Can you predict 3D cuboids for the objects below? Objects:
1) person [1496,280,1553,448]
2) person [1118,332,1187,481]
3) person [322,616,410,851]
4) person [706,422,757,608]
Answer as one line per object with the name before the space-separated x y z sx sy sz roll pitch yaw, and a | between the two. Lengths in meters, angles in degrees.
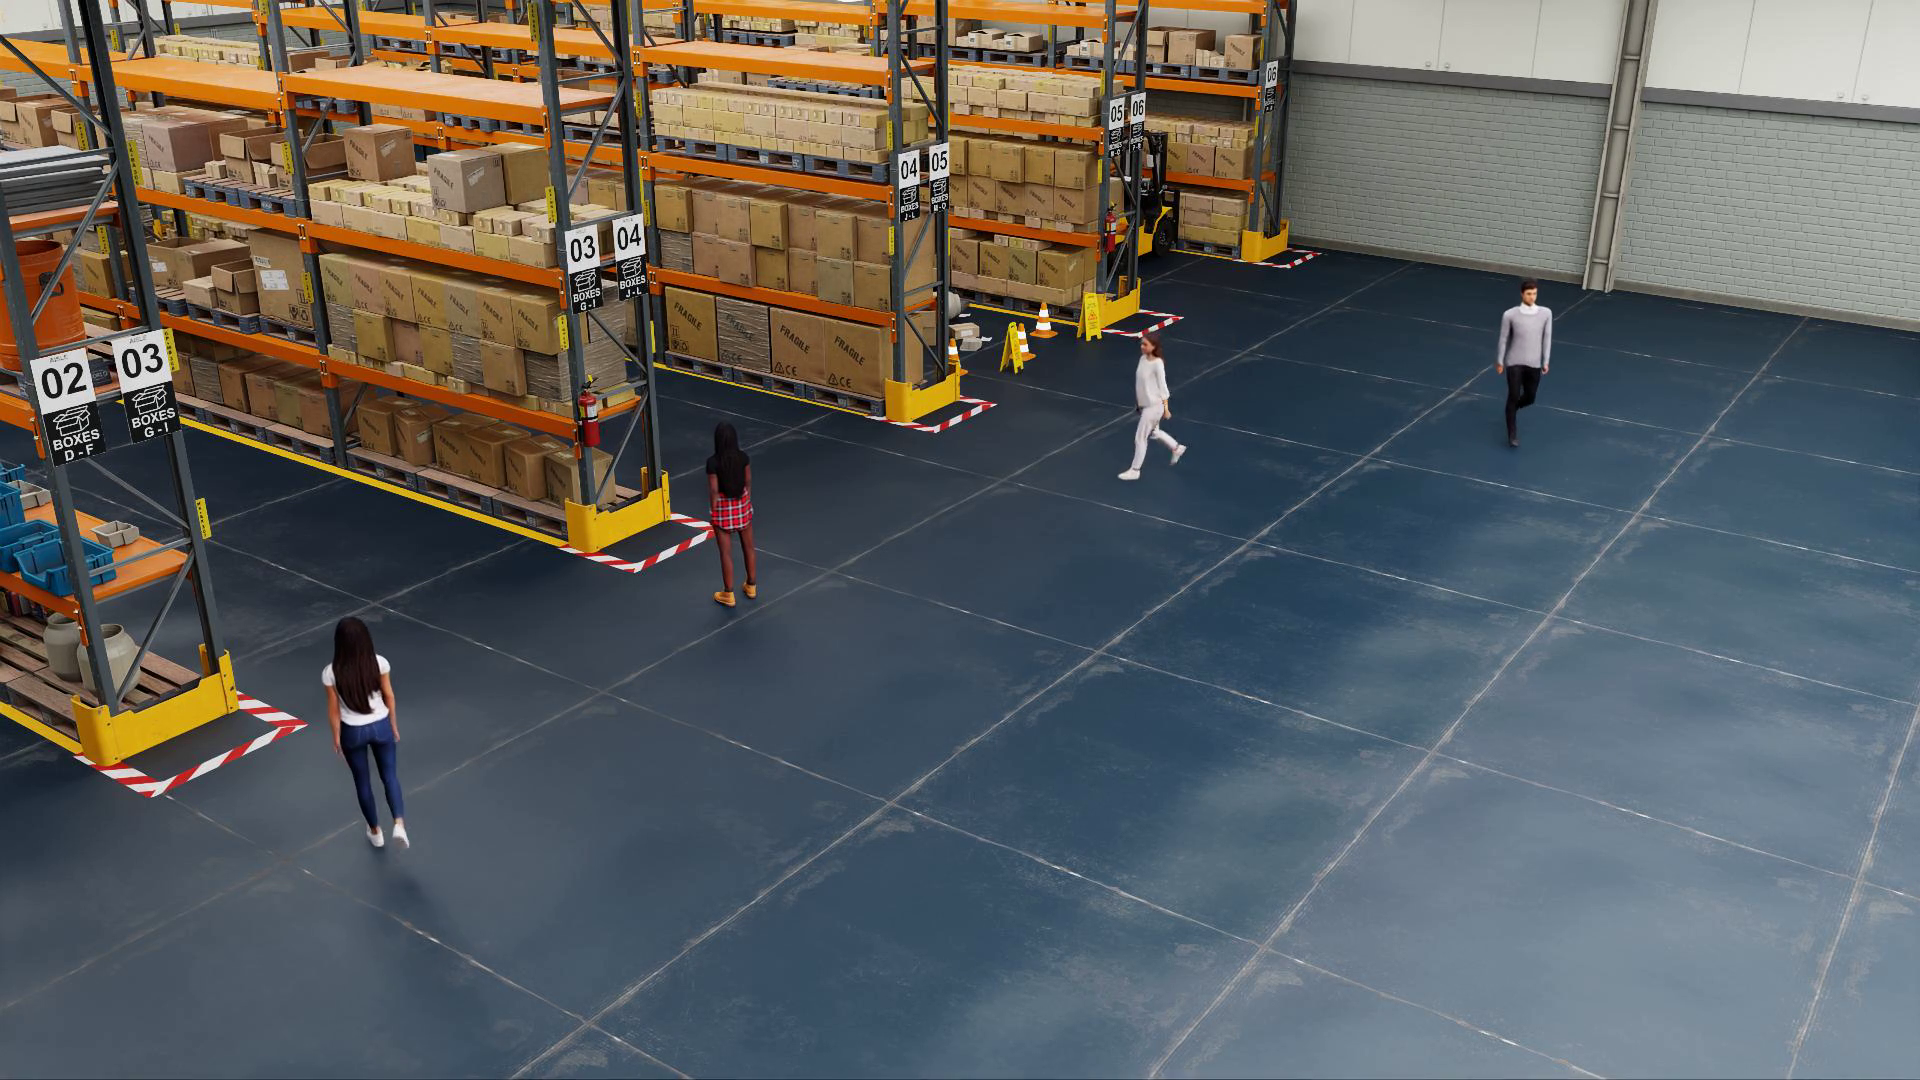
person | 6.499 -2.080 19.231 1.150 1.906 1.142 1 23 2
person | 2.148 -1.459 18.095 1.054 1.654 1.113 -8 24 -19
person | -4.010 1.373 11.301 0.824 1.758 0.983 -13 26 -27
person | -2.085 -0.249 15.155 0.687 1.727 0.687 -17 28 -34
